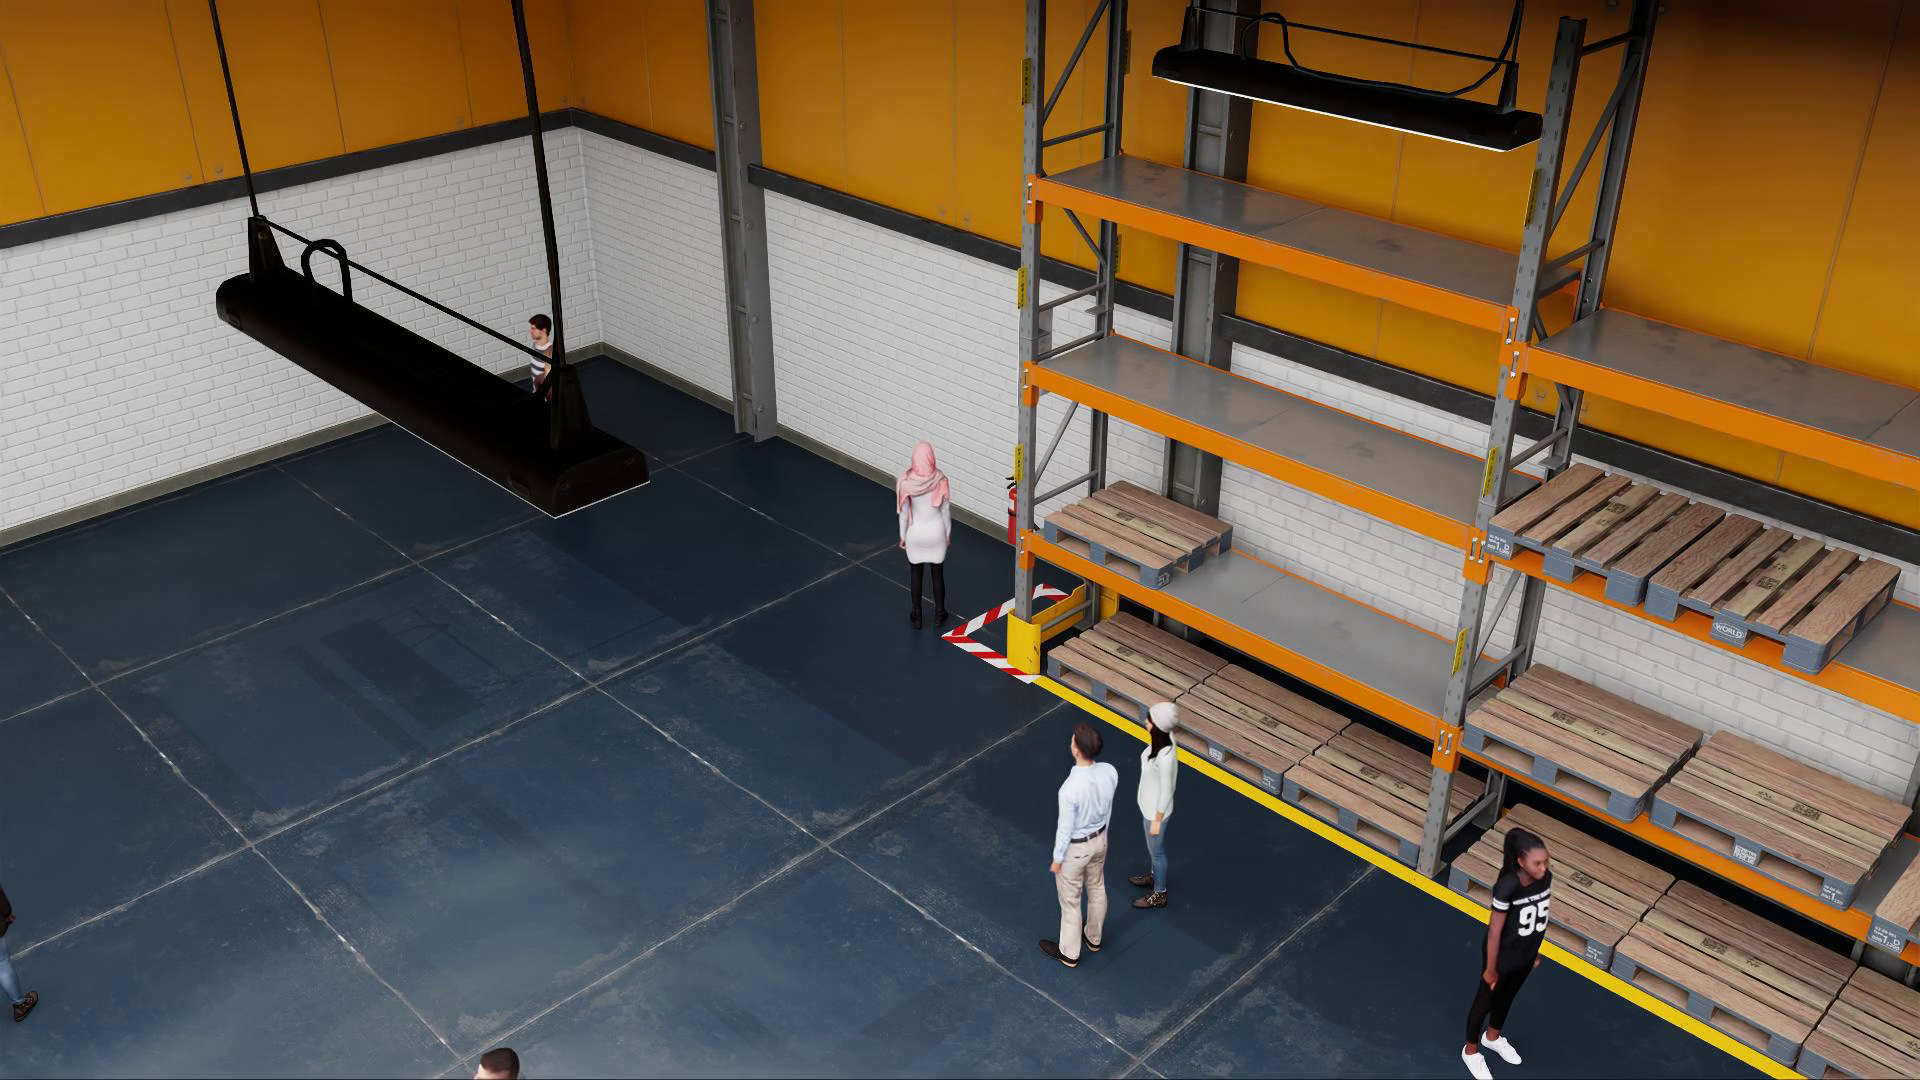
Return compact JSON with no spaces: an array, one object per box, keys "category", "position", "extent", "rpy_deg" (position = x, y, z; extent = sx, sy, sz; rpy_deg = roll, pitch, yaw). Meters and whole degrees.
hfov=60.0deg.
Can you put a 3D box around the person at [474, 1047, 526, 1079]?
[{"category":"person","position":[-2.264,3.280,8.544],"extent":[0.750,1.761,0.604],"rpy_deg":[-12,31,-21]}]

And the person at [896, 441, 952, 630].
[{"category":"person","position":[-0.298,-0.041,14.587],"extent":[0.736,1.803,0.793],"rpy_deg":[-1,29,-1]}]

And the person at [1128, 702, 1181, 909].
[{"category":"person","position":[1.343,1.800,11.377],"extent":[0.692,1.645,0.639],"rpy_deg":[1,29,2]}]

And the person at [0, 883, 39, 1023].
[{"category":"person","position":[-6.176,2.358,10.366],"extent":[0.737,1.634,0.761],"rpy_deg":[-9,30,-15]}]

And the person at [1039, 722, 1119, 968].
[{"category":"person","position":[0.792,1.983,10.830],"extent":[0.648,1.848,0.611],"rpy_deg":[-23,36,-35]}]

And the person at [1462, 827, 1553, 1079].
[{"category":"person","position":[3.316,2.486,10.034],"extent":[0.665,1.728,0.649],"rpy_deg":[-16,33,-27]}]

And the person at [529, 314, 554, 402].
[{"category":"person","position":[-4.210,-1.458,17.132],"extent":[0.716,1.855,0.478],"rpy_deg":[-23,36,-35]}]
